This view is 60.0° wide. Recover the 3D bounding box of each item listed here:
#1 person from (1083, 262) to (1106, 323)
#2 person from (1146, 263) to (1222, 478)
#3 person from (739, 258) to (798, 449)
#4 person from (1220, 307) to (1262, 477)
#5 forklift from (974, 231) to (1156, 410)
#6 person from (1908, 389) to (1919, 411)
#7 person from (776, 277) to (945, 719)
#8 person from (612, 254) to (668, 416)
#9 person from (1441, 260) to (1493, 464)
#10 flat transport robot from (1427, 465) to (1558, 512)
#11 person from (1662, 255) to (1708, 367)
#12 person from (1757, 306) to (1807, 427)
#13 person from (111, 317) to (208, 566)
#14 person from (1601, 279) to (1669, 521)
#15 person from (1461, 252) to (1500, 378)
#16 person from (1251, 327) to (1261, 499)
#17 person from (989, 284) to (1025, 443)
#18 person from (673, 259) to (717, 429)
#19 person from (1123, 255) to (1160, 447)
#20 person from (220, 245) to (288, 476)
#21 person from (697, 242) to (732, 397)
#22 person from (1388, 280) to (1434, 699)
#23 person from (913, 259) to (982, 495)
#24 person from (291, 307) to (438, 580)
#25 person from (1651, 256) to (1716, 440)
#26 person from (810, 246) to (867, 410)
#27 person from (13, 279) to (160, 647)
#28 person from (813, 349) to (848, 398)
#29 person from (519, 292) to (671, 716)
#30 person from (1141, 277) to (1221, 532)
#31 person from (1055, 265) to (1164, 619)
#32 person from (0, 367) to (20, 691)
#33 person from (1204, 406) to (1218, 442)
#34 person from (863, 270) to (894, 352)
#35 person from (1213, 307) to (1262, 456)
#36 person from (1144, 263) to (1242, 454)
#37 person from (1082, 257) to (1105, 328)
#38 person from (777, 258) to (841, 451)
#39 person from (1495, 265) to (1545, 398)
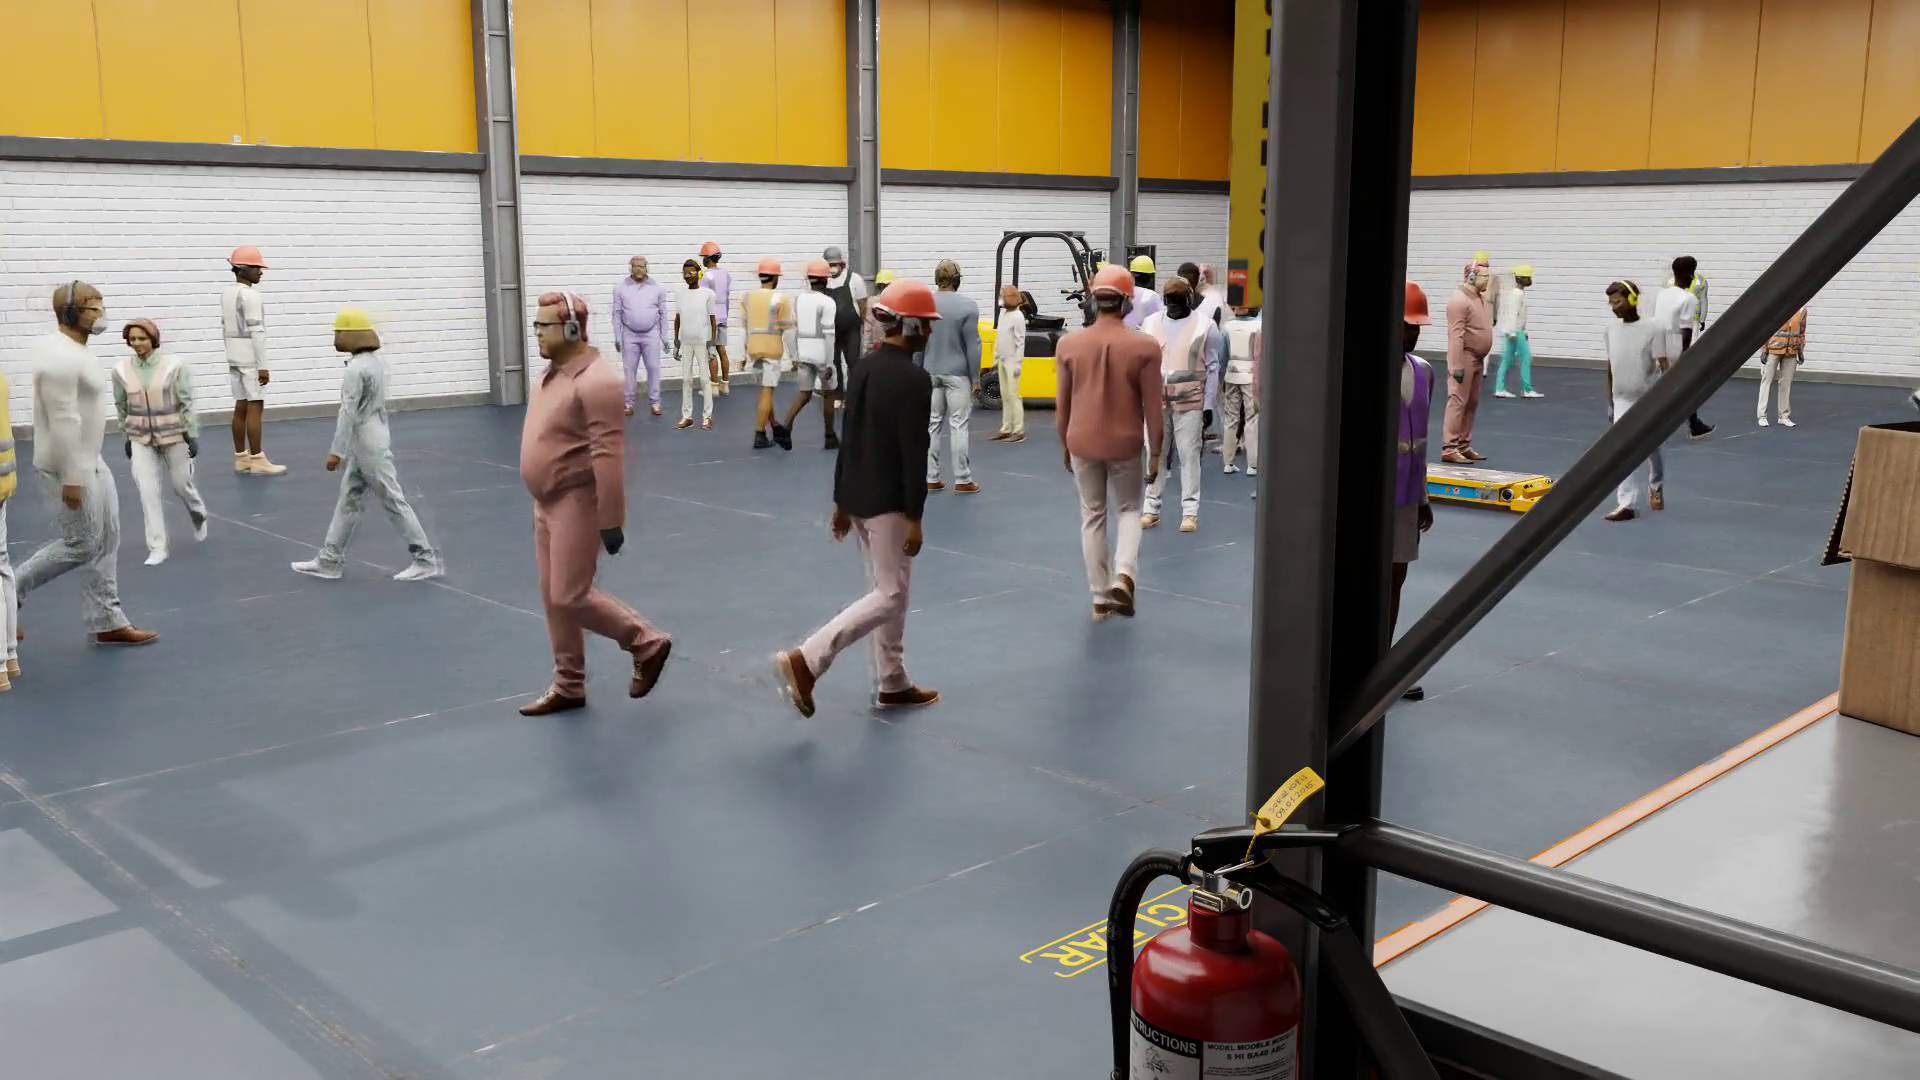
[{"bbox_3d":[1.888,-2.782,21.935,0.662,1.810,0.607,0,10,1],"label":"person"},{"bbox_3d":[1.917,-1.441,14.411,0.619,1.885,0.804,6,12,30],"label":"person"},{"bbox_3d":[-1.890,-1.899,16.887,0.562,1.896,0.878,5,12,27],"label":"person"},{"bbox_3d":[2.532,-1.383,14.791,0.515,1.636,0.315,10,14,43],"label":"person"},{"bbox_3d":[1.222,-2.721,20.561,2.313,2.155,1.214,2,11,13],"label":"forklift"},{"bbox_3d":[11.538,-2.337,19.481,0.429,1.816,0.600,9,14,42],"label":"person"},{"bbox_3d":[-0.428,-0.155,7.236,0.822,1.961,0.630,-6,12,-31],"label":"person"},{"bbox_3d":[-3.789,-2.422,19.724,0.650,1.907,0.402,-2,11,-10],"label":"person"},{"bbox_3d":[4.789,-1.666,15.626,0.403,1.900,0.649,8,13,37],"label":"person"},{"bbox_3d":[4.113,-0.433,13.337,0.652,0.197,1.431,-10,14,-44],"label":"flat transport robot"},{"bbox_3d":[10.442,-3.177,24.022,0.629,1.839,0.429,5,12,26],"label":"person"},{"bbox_3d":[9.189,-2.085,18.607,0.513,1.641,0.307,0,10,-3],"label":"person"},{"bbox_3d":[-5.266,-0.676,11.001,0.527,1.615,0.692,-1,10,-7],"label":"person"},{"bbox_3d":[5.176,-1.075,12.658,0.592,1.809,0.949,9,14,42],"label":"person"},{"bbox_3d":[7.847,-3.397,25.136,0.592,1.876,1.007,2,11,10],"label":"person"},{"bbox_3d":[2.568,-1.151,13.249,0.535,1.745,0.446,-1,10,-6],"label":"person"},{"bbox_3d":[0.506,-1.828,17.220,0.268,1.632,0.506,-5,11,-25],"label":"person"},{"bbox_3d":[-2.932,-2.154,18.356,0.514,1.872,0.328,2,11,13],"label":"person"},{"bbox_3d":[1.810,-1.904,16.835,0.384,1.928,0.588,-9,14,-41],"label":"person"},{"bbox_3d":[-6.325,-1.594,14.836,0.609,2.040,0.395,9,14,42],"label":"person"},{"bbox_3d":[-3.285,-2.919,22.055,0.371,2.044,0.608,5,12,27],"label":"person"},{"bbox_3d":[1.950,-0.206,7.555,0.552,1.933,0.372,-6,12,-30],"label":"person"},{"bbox_3d":[-0.102,-1.338,13.719,0.627,1.940,0.370,5,12,26],"label":"person"},{"bbox_3d":[-3.681,-0.577,10.225,0.904,1.693,0.505,-2,11,-9],"label":"person"},{"bbox_3d":[7.417,-1.973,17.246,0.999,1.913,0.630,-4,11,-22],"label":"person"},{"bbox_3d":[-1.482,-2.637,20.524,0.732,2.000,0.720,2,11,10],"label":"person"},{"bbox_3d":[-4.586,-0.358,8.442,0.737,1.917,0.641,-3,11,-18],"label":"person"},{"bbox_3d":[-1.666,-2.684,22.000,0.853,1.593,0.514,-8,13,-36],"label":"person"},{"bbox_3d":[-1.677,-0.153,7.393,0.564,1.890,0.649,-7,12,-33],"label":"person"},{"bbox_3d":[1.551,-0.978,12.041,0.620,1.838,0.429,5,11,23],"label":"person"},{"bbox_3d":[0.816,-0.518,9.163,0.614,1.972,0.508,2,11,11],"label":"person"},{"bbox_3d":[-4.653,-0.199,7.776,0.429,1.844,0.627,-3,11,-18],"label":"person"},{"bbox_3d":[2.362,-1.802,17.138,0.682,1.600,0.519,2,11,9],"label":"person"},{"bbox_3d":[-0.896,-2.452,20.412,0.526,1.722,0.919,5,12,27],"label":"person"},{"bbox_3d":[2.771,-1.644,16.201,0.877,1.636,0.538,-6,12,-31],"label":"person"},{"bbox_3d":[2.308,-1.754,16.205,0.988,1.850,0.639,3,11,14],"label":"person"},{"bbox_3d":[1.920,-3.045,23.218,0.532,1.868,0.310,-8,13,-36],"label":"person"},{"bbox_3d":[-1.463,-1.811,16.377,0.554,1.911,0.826,7,13,34],"label":"person"},{"bbox_3d":[7.376,-2.705,21.683,0.738,1.736,0.553,3,11,18],"label":"person"}]
